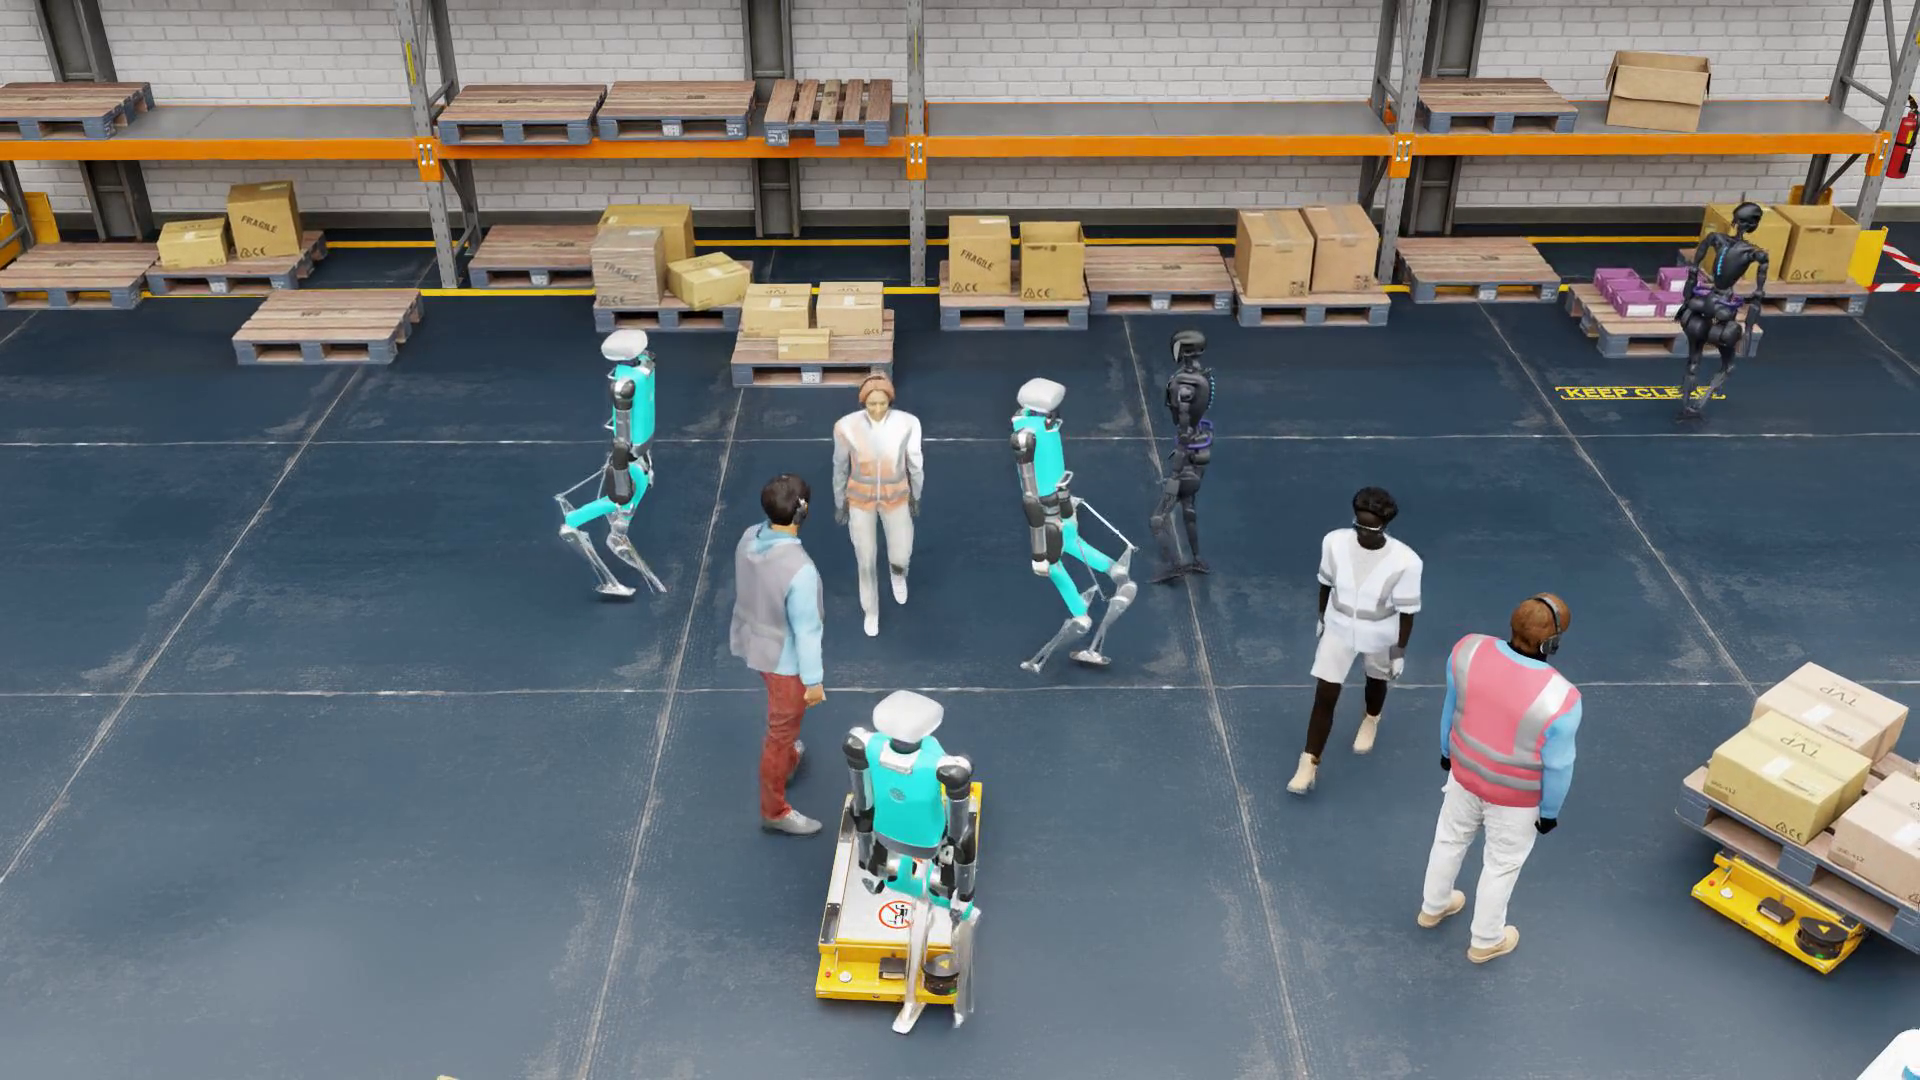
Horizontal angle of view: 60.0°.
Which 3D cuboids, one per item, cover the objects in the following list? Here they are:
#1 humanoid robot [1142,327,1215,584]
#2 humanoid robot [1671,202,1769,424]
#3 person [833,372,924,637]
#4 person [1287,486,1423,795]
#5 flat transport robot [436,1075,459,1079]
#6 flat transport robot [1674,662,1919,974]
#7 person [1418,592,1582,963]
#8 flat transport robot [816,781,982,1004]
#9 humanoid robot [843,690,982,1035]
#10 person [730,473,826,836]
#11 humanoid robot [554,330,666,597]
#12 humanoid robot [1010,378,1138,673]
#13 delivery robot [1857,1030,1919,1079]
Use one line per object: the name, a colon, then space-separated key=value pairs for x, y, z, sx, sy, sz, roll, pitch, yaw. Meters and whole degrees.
humanoid robot: x=1.328 y=-0.495 z=9.863 sx=0.451 sy=1.646 sz=0.603 roll=6 pitch=31 yaw=9
humanoid robot: x=5.308 y=-1.582 z=11.679 sx=0.334 sy=1.651 sz=0.609 roll=-21 pitch=37 yaw=-31
person: x=-0.463 y=-0.219 z=9.462 sx=0.518 sy=1.627 sz=0.404 roll=-2 pitch=31 yaw=-3
person: x=1.972 y=0.486 z=8.251 sx=0.544 sy=1.647 sz=0.867 roll=17 pitch=35 yaw=26
flat transport robot: x=-1.568 y=2.900 z=5.584 sx=1.431 sy=0.231 sz=0.659 roll=9 pitch=32 yaw=14
flat transport robot: x=4.178 y=1.504 z=7.907 sx=1.431 sy=0.231 sz=0.659 roll=-22 pitch=38 yaw=-32
person: x=2.342 y=1.020 z=7.201 sx=0.431 sy=1.836 sz=0.629 roll=-23 pitch=38 yaw=-33
flat transport robot: x=-0.258 y=1.576 z=7.787 sx=0.659 sy=0.231 sz=1.431 roll=2 pitch=31 yaw=3
humanoid robot: x=-0.115 y=1.300 z=6.850 sx=0.531 sy=1.824 sz=0.650 roll=13 pitch=33 yaw=21
person: x=-0.848 y=0.538 z=7.982 sx=0.524 sy=1.853 sz=0.632 roll=-21 pitch=37 yaw=-31
humanoid robot: x=-2.047 y=-0.364 z=9.622 sx=0.825 sy=1.798 sz=0.542 roll=4 pitch=31 yaw=6
humanoid robot: x=0.678 y=0.005 z=8.999 sx=0.843 sy=1.784 sz=0.536 roll=11 pitch=33 yaw=17
delivery robot: x=3.607 y=2.232 z=6.395 sx=0.747 sy=0.572 sz=0.499 roll=-23 pitch=38 yaw=-33
